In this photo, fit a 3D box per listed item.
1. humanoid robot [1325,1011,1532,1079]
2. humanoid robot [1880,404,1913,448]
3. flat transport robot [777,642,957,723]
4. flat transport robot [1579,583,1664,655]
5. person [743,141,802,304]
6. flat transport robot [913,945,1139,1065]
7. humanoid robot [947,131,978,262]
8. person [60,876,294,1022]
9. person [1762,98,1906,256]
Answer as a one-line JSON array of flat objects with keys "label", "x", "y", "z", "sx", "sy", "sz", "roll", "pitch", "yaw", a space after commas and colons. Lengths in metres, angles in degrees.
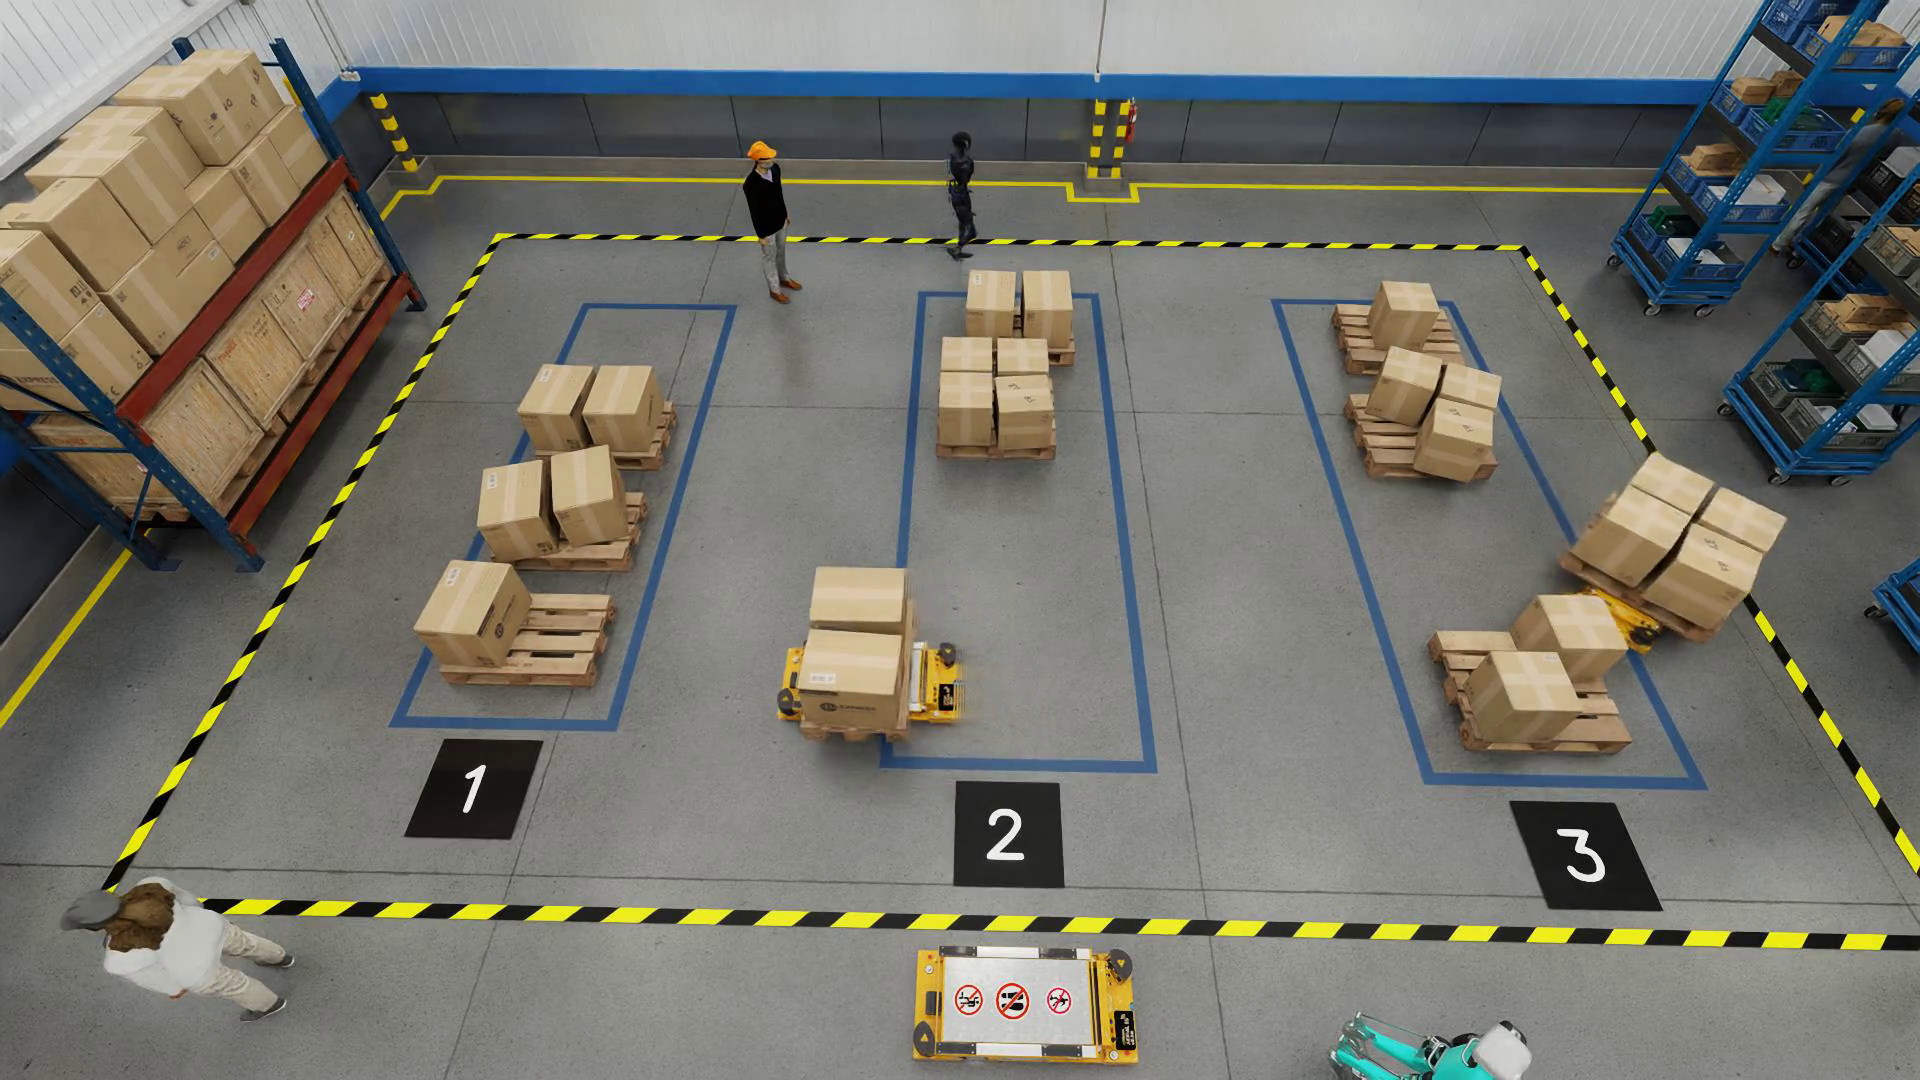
[{"label": "humanoid robot", "x": 2.459, "y": 2.861, "z": 5.119, "sx": 0.533, "sy": 1.677, "sz": 0.735, "roll": -36, "pitch": 59, "yaw": -26}, {"label": "humanoid robot", "x": 9.289, "y": -1.595, "z": 8.903, "sx": 0.598, "sy": 1.624, "sz": 0.746, "roll": -23, "pitch": 54, "yaw": -17}, {"label": "flat transport robot", "x": -0.746, "y": 1.153, "z": 7.528, "sx": 1.431, "sy": 0.197, "sz": 0.652, "roll": 1, "pitch": 51, "yaw": 1}, {"label": "flat transport robot", "x": 6.083, "y": 0.356, "z": 8.177, "sx": 0.652, "sy": 0.197, "sz": 1.431, "roll": 37, "pitch": 60, "yaw": 26}, {"label": "person", "x": -2.127, "y": -3.581, "z": 10.363, "sx": 0.358, "sy": 1.884, "sz": 0.588, "roll": 20, "pitch": 54, "yaw": 15}, {"label": "flat transport robot", "x": 0.422, "y": 3.041, "z": 6.007, "sx": 1.431, "sy": 0.231, "sz": 0.659, "roll": 1, "pitch": 51, "yaw": 1}, {"label": "humanoid robot", "x": 0.015, "y": -4.057, "z": 10.882, "sx": 0.385, "sy": 1.653, "sz": 0.600, "roll": -8, "pitch": 51, "yaw": -6}, {"label": "person", "x": -4.618, "y": 2.458, "z": 5.513, "sx": 0.399, "sy": 1.769, "sz": 0.563, "roll": -9, "pitch": 51, "yaw": -7}, {"label": "person", "x": 10.426, "y": -4.259, "z": 10.891, "sx": 0.621, "sy": 1.932, "sz": 0.368, "roll": 3, "pitch": 51, "yaw": 2}]
